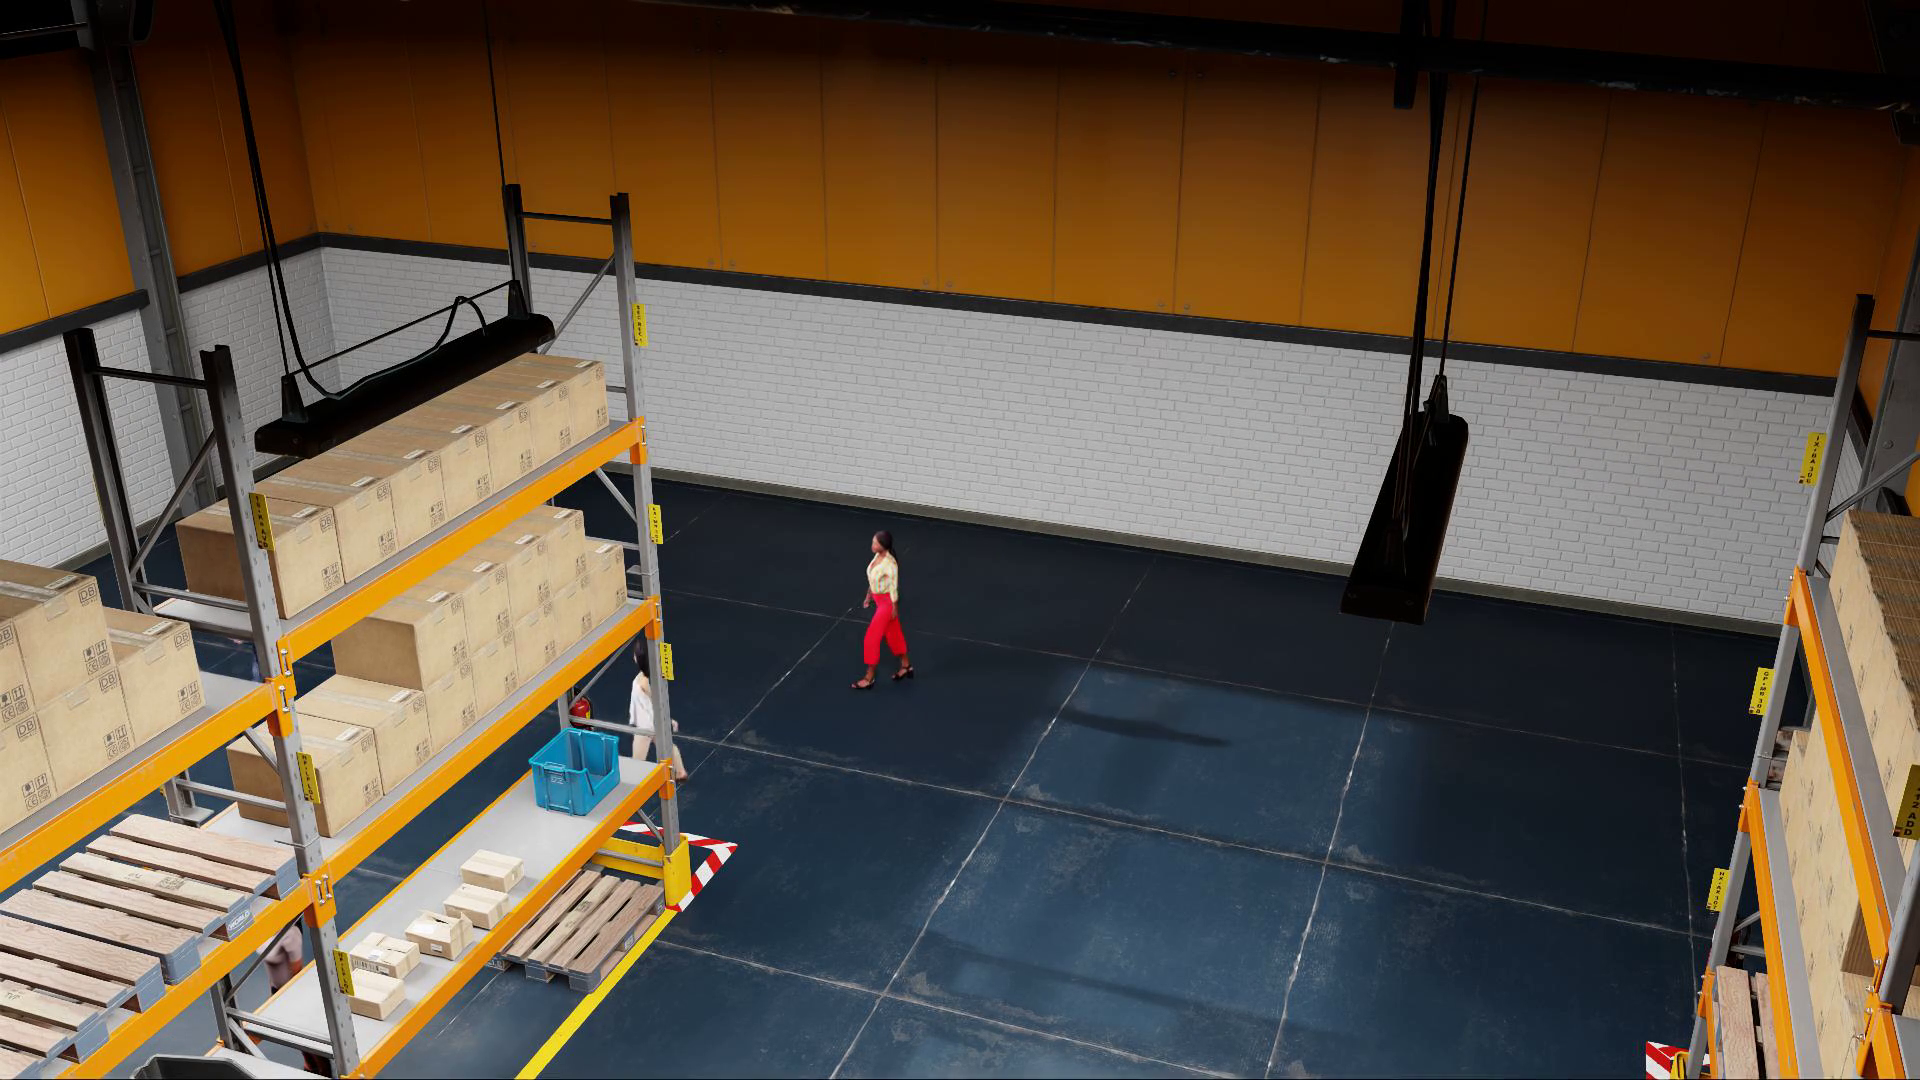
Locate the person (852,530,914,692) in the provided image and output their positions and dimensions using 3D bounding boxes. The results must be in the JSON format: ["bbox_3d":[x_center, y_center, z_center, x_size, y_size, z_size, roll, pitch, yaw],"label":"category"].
[{"bbox_3d":[-0.695,0.713,17.419,1.007,1.759,0.968,-9,25,-20],"label":"person"}]

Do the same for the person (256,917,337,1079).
[{"bbox_3d":[-4.708,3.192,11.767,0.659,1.744,0.639,18,29,35],"label":"person"}]

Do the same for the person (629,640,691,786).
[{"bbox_3d":[-3.031,1.681,15.372,0.997,1.625,1.060,-14,27,-29],"label":"person"}]
